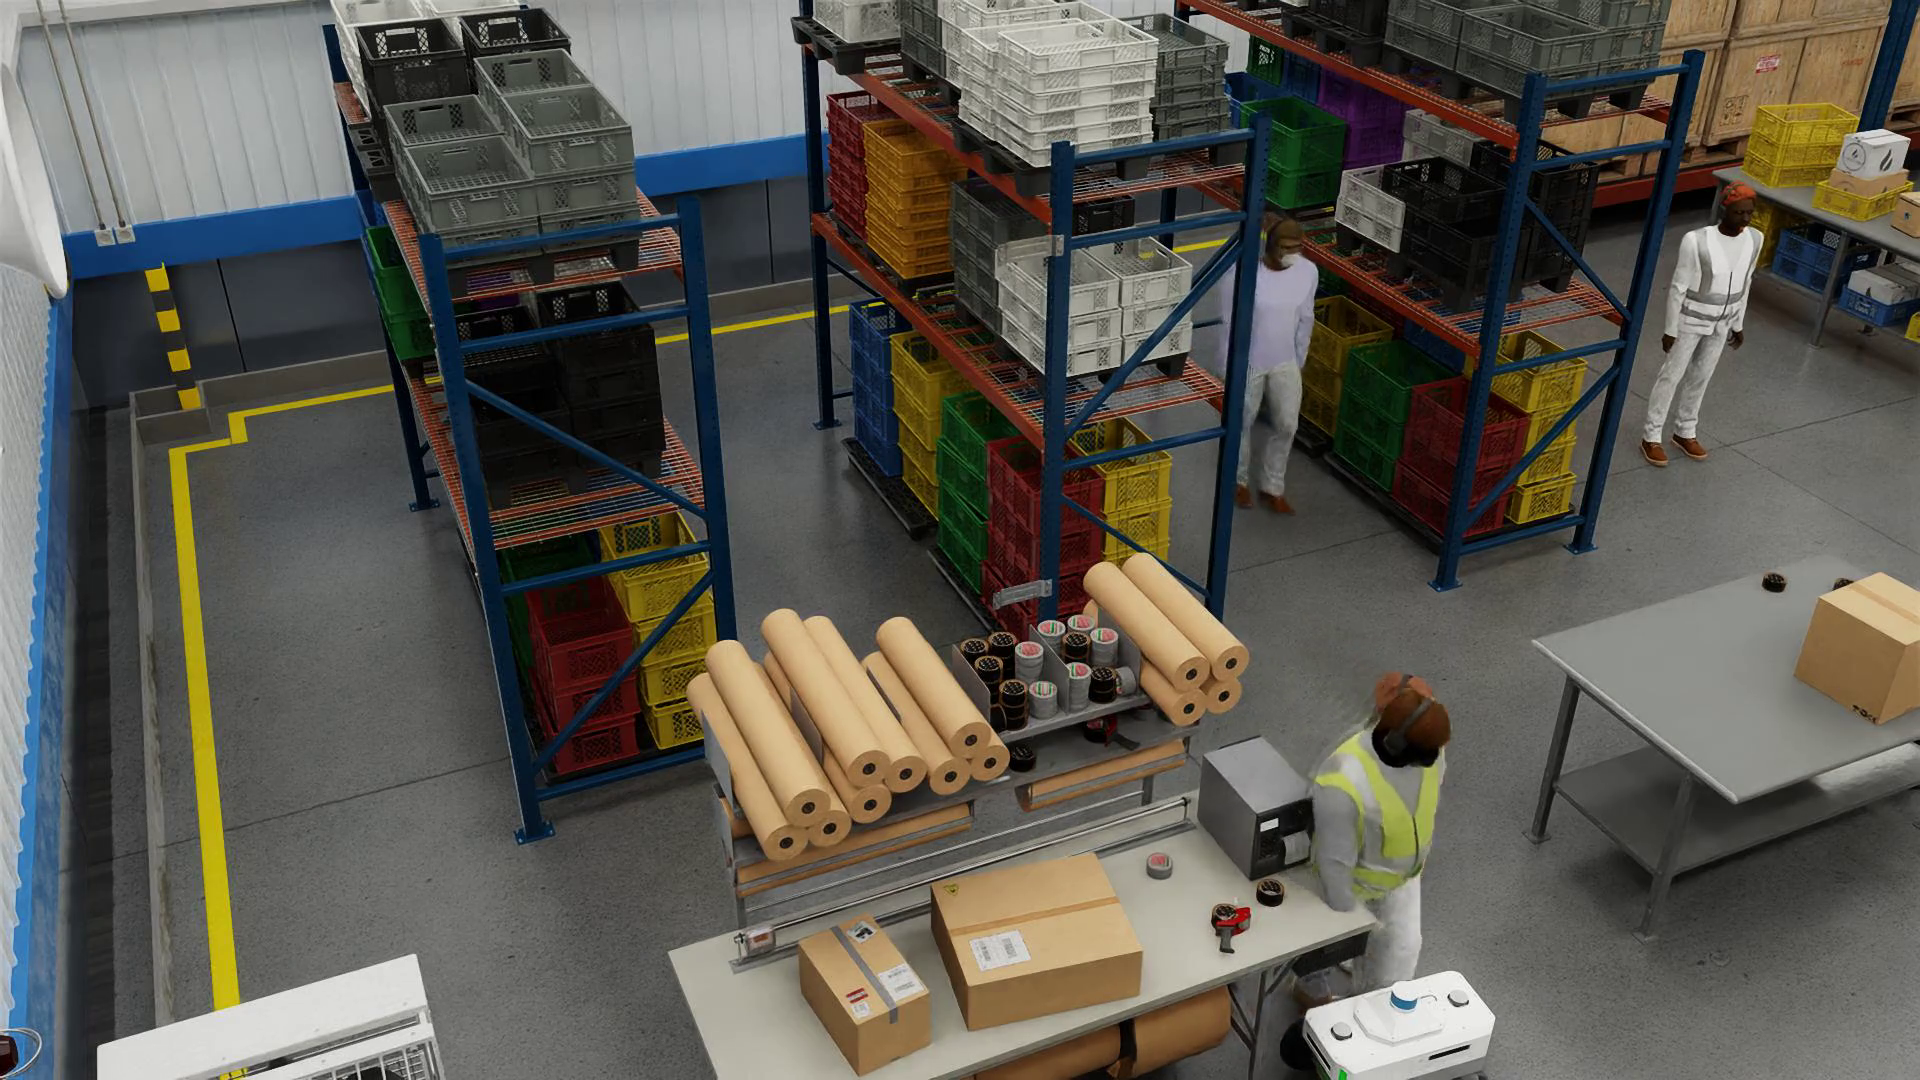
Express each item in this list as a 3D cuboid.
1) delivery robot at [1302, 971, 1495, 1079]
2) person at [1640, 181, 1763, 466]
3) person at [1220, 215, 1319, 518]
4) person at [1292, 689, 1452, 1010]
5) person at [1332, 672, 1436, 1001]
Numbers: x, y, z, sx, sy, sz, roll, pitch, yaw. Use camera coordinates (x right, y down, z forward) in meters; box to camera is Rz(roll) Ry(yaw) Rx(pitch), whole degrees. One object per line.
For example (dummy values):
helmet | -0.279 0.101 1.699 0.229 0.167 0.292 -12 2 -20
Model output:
delivery robot | 1.702 1.921 6.469 0.707 0.478 0.477 -10 33 -16
person | 4.767 -1.375 10.652 0.573 1.883 0.355 -7 32 -12
person | 1.856 -1.015 10.032 0.655 1.921 0.610 -7 32 -11
person | 1.616 1.310 6.368 0.648 1.800 0.779 -19 37 -28
person | 1.711 1.227 6.663 0.325 1.631 0.519 13 34 20
